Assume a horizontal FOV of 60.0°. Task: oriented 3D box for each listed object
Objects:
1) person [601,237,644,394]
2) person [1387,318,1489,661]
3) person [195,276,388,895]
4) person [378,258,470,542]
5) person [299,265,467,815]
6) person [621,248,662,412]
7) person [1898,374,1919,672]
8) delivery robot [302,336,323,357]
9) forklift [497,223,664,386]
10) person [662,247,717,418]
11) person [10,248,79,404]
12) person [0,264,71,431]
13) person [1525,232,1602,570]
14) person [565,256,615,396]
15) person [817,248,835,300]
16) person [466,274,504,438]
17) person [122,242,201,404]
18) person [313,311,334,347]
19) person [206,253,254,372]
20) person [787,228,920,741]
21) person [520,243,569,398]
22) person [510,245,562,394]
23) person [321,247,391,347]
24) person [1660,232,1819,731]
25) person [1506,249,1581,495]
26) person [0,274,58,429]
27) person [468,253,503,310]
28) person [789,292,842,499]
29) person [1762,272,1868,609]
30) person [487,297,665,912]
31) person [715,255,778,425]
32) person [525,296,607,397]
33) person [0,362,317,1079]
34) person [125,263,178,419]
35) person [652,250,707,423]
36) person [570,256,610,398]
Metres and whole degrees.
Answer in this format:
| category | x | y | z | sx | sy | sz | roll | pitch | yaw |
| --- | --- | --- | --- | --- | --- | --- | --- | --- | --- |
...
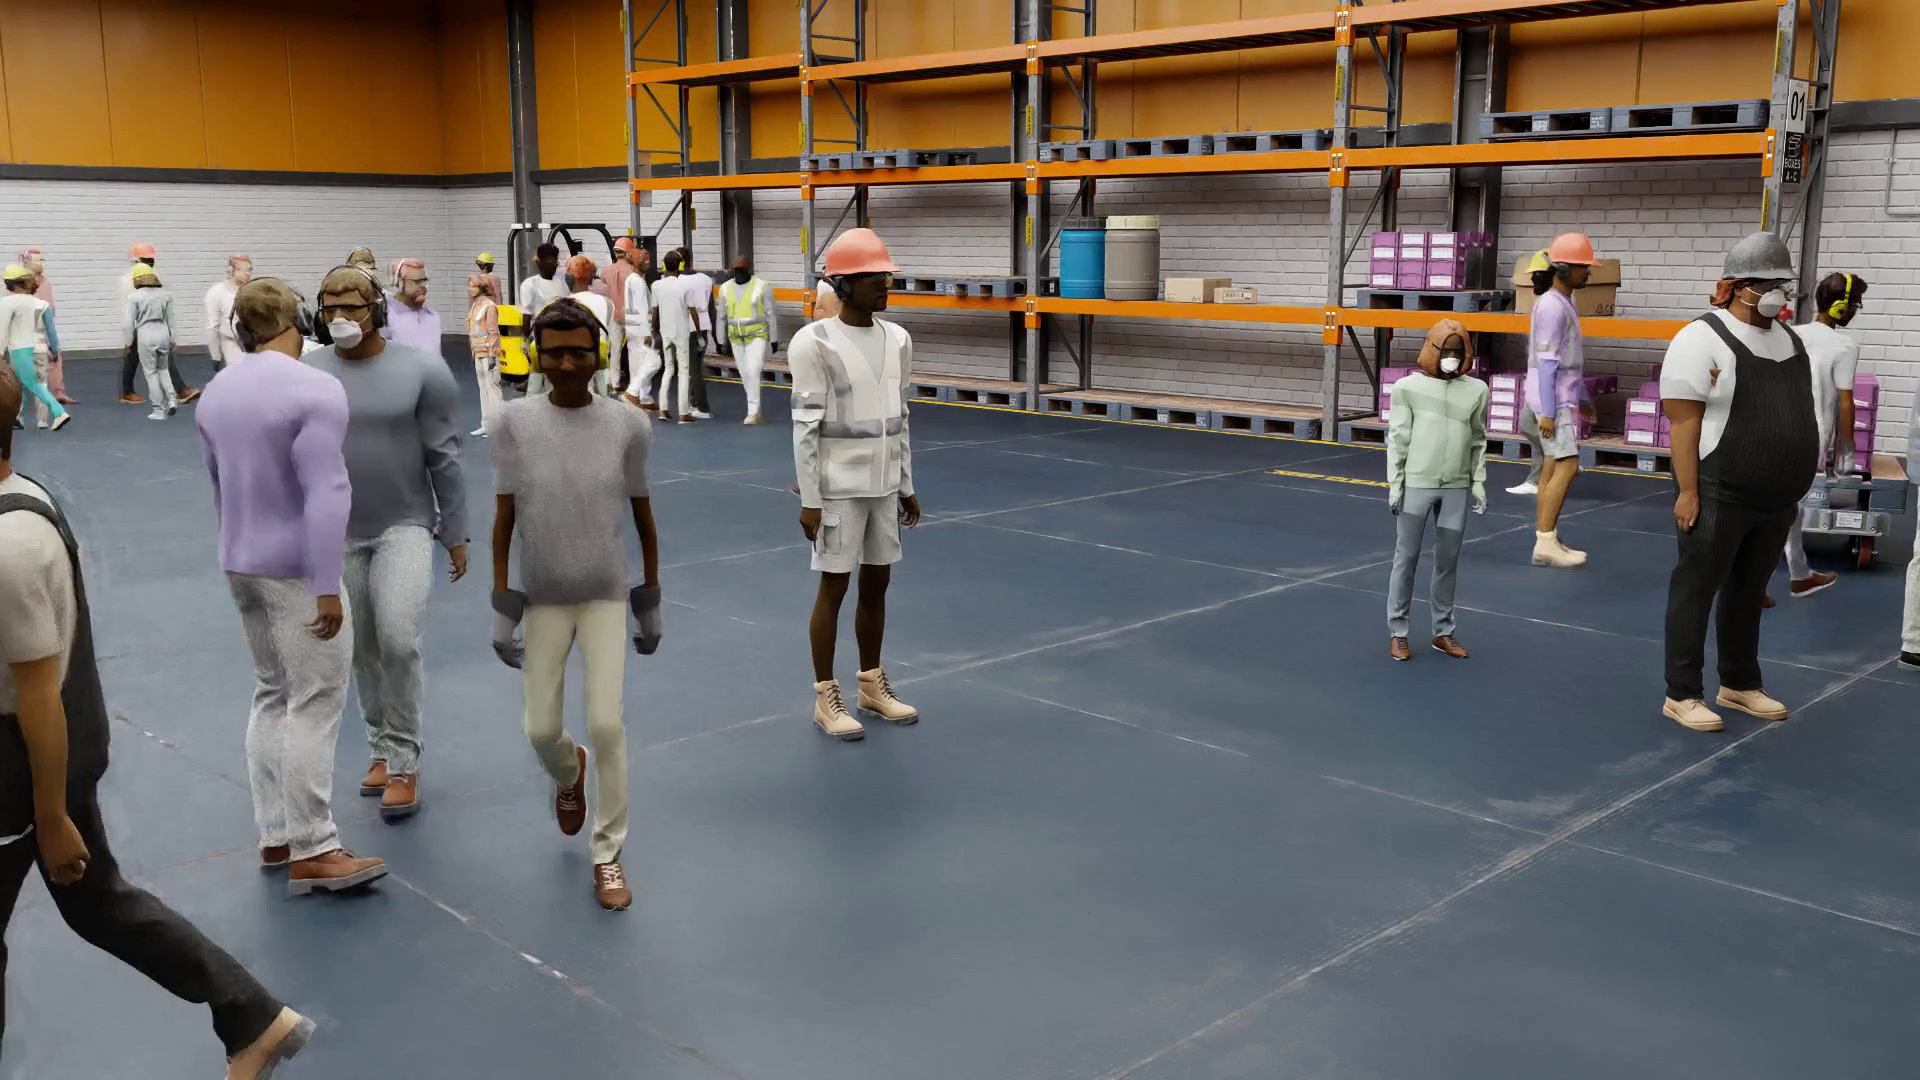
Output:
| category | x | y | z | sx | sy | sz | roll | pitch | yaw |
| --- | --- | --- | --- | --- | --- | --- | --- | --- | --- |
| person | -4.265 | -2.848 | 21.197 | 0.619 | 1.992 | 0.396 | 3 | 11 | 17 |
| person | 2.279 | -0.237 | 7.950 | 0.499 | 1.633 | 0.281 | -1 | 10 | -8 |
| person | -2.099 | 0.134 | 5.222 | 0.782 | 1.894 | 0.453 | 7 | 13 | 35 |
| person | -3.686 | -0.915 | 10.995 | 0.819 | 1.880 | 0.640 | 6 | 12 | 31 |
| person | -2.092 | 0.011 | 5.811 | 0.649 | 1.914 | 0.736 | 0 | 10 | -1 |
| person | -3.600 | -2.367 | 18.893 | 0.428 | 1.872 | 0.609 | -4 | 11 | -19 |
| person | 4.610 | -0.292 | 7.707 | 0.404 | 1.829 | 0.600 | 8 | 13 | 36 |
| delivery robot | -9.506 | -2.730 | 24.230 | 0.477 | 0.478 | 0.707 | 0 | 10 | -1 |
| forklift | -5.316 | -3.263 | 22.920 | 2.313 | 2.155 | 1.214 | -10 | 14 | -44 |
| person | -3.041 | -2.307 | 18.528 | 0.732 | 1.887 | 0.629 | 10 | 14 | 43 |
| person | -11.079 | -2.529 | 19.808 | 0.872 | 1.877 | 0.652 | 1 | 10 | 4 |
| person | -9.637 | -1.986 | 17.217 | 0.862 | 1.733 | 0.524 | 1 | 10 | 6 |
| person | 3.694 | -0.848 | 10.187 | 0.439 | 2.037 | 0.628 | 4 | 11 | 21 |
| person | -2.872 | -1.221 | 12.666 | 0.408 | 1.867 | 0.584 | 9 | 14 | 41 |
| person | -1.259 | -2.233 | 18.094 | 0.615 | 1.907 | 0.618 | -3 | 11 | -18 |
| person | -4.762 | -1.843 | 16.689 | 0.310 | 1.638 | 0.522 | -7 | 13 | -35 |
| person | -9.689 | -2.577 | 19.892 | 1.067 | 1.927 | 0.633 | 4 | 11 | 19 |
| person | -3.151 | -0.368 | 8.503 | 0.530 | 1.692 | 0.321 | 3 | 11 | 17 |
| person | -6.976 | -1.859 | 16.193 | 0.957 | 1.866 | 0.640 | 9 | 14 | 41 |
| person | -0.404 | -0.225 | 6.750 | 0.362 | 2.048 | 0.613 | 10 | 14 | 43 |
| person | -4.342 | -2.127 | 17.413 | 0.488 | 1.950 | 0.609 | 6 | 12 | 30 |
| person | -5.259 | -2.766 | 21.015 | 0.953 | 1.889 | 0.575 | -3 | 11 | -17 |
| person | -4.556 | -1.262 | 12.721 | 0.372 | 1.934 | 0.627 | 7 | 13 | 34 |
| person | 3.242 | -0.239 | 6.846 | 0.683 | 2.000 | 0.538 | -5 | 11 | -25 |
| person | 4.520 | -1.276 | 12.835 | 0.428 | 1.913 | 0.621 | 3 | 11 | 16 |
| person | -9.695 | -1.954 | 17.332 | 0.532 | 1.622 | 0.355 | -2 | 11 | -11 |
| person | -6.905 | -3.295 | 24.268 | 0.526 | 1.765 | 0.329 | 2 | 11 | 12 |
| person | -0.988 | -1.035 | 12.371 | 0.525 | 1.595 | 0.801 | -7 | 12 | -33 |
| person | 4.621 | -0.520 | 8.985 | 0.891 | 1.818 | 0.566 | -5 | 11 | -24 |
| person | -1.181 | 0.171 | 5.152 | 0.550 | 1.846 | 0.637 | -2 | 11 | -11 |
| person | -2.311 | -2.125 | 17.771 | 0.643 | 1.806 | 0.724 | 4 | 11 | 21 |
| person | -2.686 | -0.828 | 11.205 | 0.632 | 1.615 | 0.521 | 9 | 14 | 41 |
| person | -1.912 | 0.484 | 3.552 | 0.918 | 1.810 | 0.530 | -5 | 12 | -25 |
| person | -8.915 | -2.185 | 18.346 | 0.391 | 1.715 | 0.489 | 8 | 13 | 36 |
| person | -3.032 | -2.177 | 17.898 | 0.544 | 1.864 | 0.397 | 4 | 11 | 20 |
| person | -4.556 | -2.602 | 20.489 | 0.532 | 1.766 | 0.332 | -9 | 14 | -40 |
